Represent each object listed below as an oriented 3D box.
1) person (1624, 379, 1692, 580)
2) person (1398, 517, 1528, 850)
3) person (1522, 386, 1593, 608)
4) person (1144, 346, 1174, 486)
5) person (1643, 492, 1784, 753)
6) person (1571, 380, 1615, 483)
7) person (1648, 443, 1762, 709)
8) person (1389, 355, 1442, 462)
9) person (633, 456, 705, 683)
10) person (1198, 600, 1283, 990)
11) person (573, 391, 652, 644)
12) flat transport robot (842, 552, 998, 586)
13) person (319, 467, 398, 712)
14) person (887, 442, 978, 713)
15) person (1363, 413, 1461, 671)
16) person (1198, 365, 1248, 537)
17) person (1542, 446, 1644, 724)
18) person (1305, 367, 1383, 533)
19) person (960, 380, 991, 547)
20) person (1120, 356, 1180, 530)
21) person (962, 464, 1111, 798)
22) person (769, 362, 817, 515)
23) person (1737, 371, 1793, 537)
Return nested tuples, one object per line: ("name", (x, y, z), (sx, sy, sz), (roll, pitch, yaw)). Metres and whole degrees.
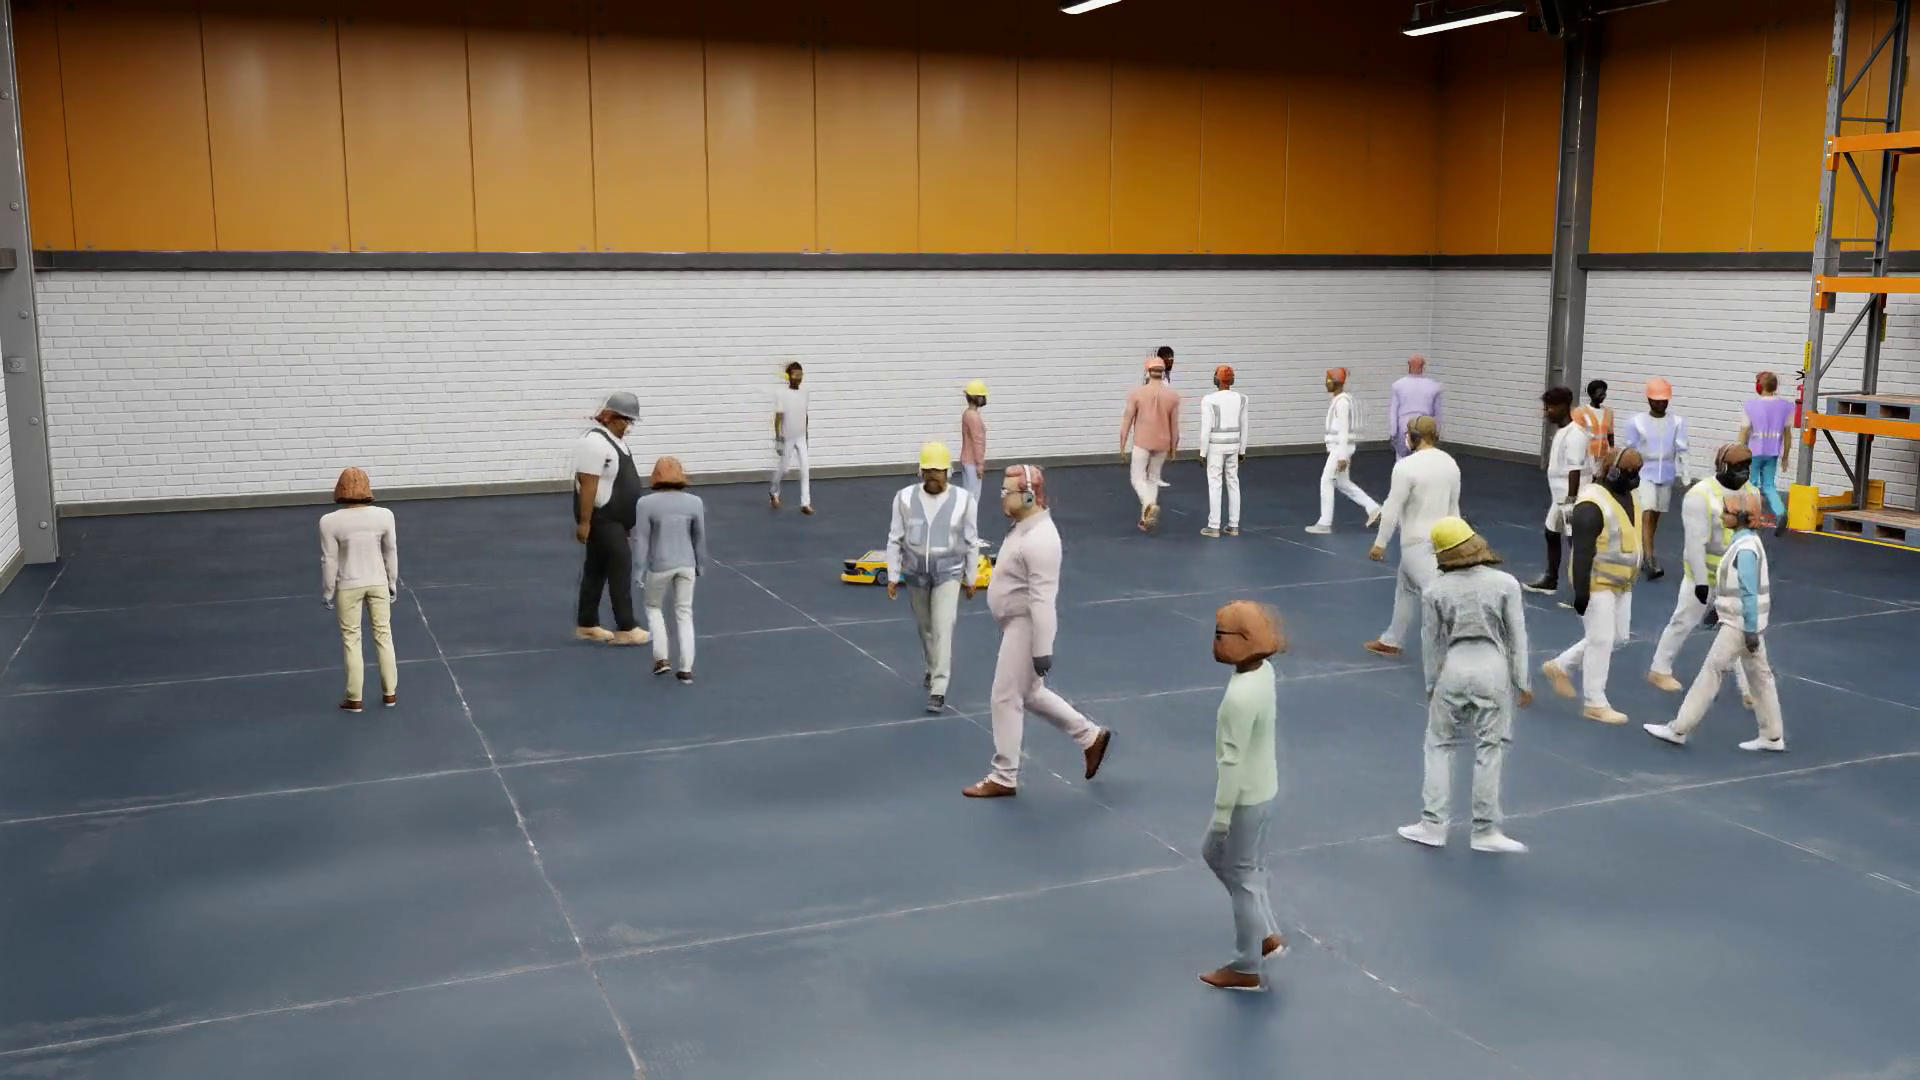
("person", (6.610, -0.571, 15.738), (0.571, 1.885, 0.965), (0, 9, 3))
("person", (2.602, 0.738, 8.432), (0.620, 1.699, 0.333), (5, 11, 28))
("person", (5.294, -0.392, 14.573), (0.502, 1.932, 0.732), (1, 9, 7))
("person", (2.666, -1.641, 22.217), (0.459, 1.900, 0.614), (3, 10, 17))
("person", (4.654, 0.503, 10.134), (0.848, 1.599, 0.520), (5, 11, 27))
("person", (7.173, -0.958, 18.711), (0.558, 1.673, 0.667), (-3, 10, -20))
("person", (5.117, 0.222, 11.299), (0.651, 1.790, 0.973), (-3, 10, -18))
("person", (5.651, -1.366, 20.692), (0.664, 1.853, 1.017), (1, 9, 6))
("person", (-2.069, 0.212, 11.844), (0.560, 1.609, 0.449), (-5, 11, -27))
("person", (1.119, 1.042, 6.764), (0.341, 1.620, 0.520), (3, 10, 20))
("person", (-2.686, -0.202, 13.066), (0.828, 2.000, 0.741), (0, 9, 0))
("flat transport robot", (-0.343, 0.259, 15.625), (1.431, 0.197, 0.652), (1, 9, 8))
("person", (-3.993, 0.329, 11.083), (0.497, 1.633, 0.284), (-7, 12, -36))
("person", (-0.186, 0.216, 11.310), (0.603, 1.789, 0.937), (2, 10, 11))
("person", (3.446, 0.015, 12.243), (0.637, 1.894, 1.031), (-8, 12, -39))
("person", (2.875, -0.974, 18.214), (0.587, 1.882, 0.342), (-4, 10, -22))
("person", (4.136, 0.276, 10.863), (0.651, 1.818, 0.604), (-8, 13, -41))
("person", (4.295, -0.986, 18.384), (0.814, 1.856, 0.605), (2, 10, 13))
("person", (0.165, -0.810, 17.582), (0.325, 1.767, 0.532), (-2, 10, -11))
("person", (2.128, -1.047, 18.421), (0.664, 1.957, 0.717), (-1, 9, -8))
("person", (0.438, 0.504, 9.269), (0.779, 1.879, 0.643), (0, 9, 0))
("person", (-2.050, -1.240, 20.011), (0.525, 1.835, 0.924), (-7, 12, -36))
("person", (8.704, -0.907, 17.988), (0.567, 1.828, 0.645), (-1, 9, -3))
